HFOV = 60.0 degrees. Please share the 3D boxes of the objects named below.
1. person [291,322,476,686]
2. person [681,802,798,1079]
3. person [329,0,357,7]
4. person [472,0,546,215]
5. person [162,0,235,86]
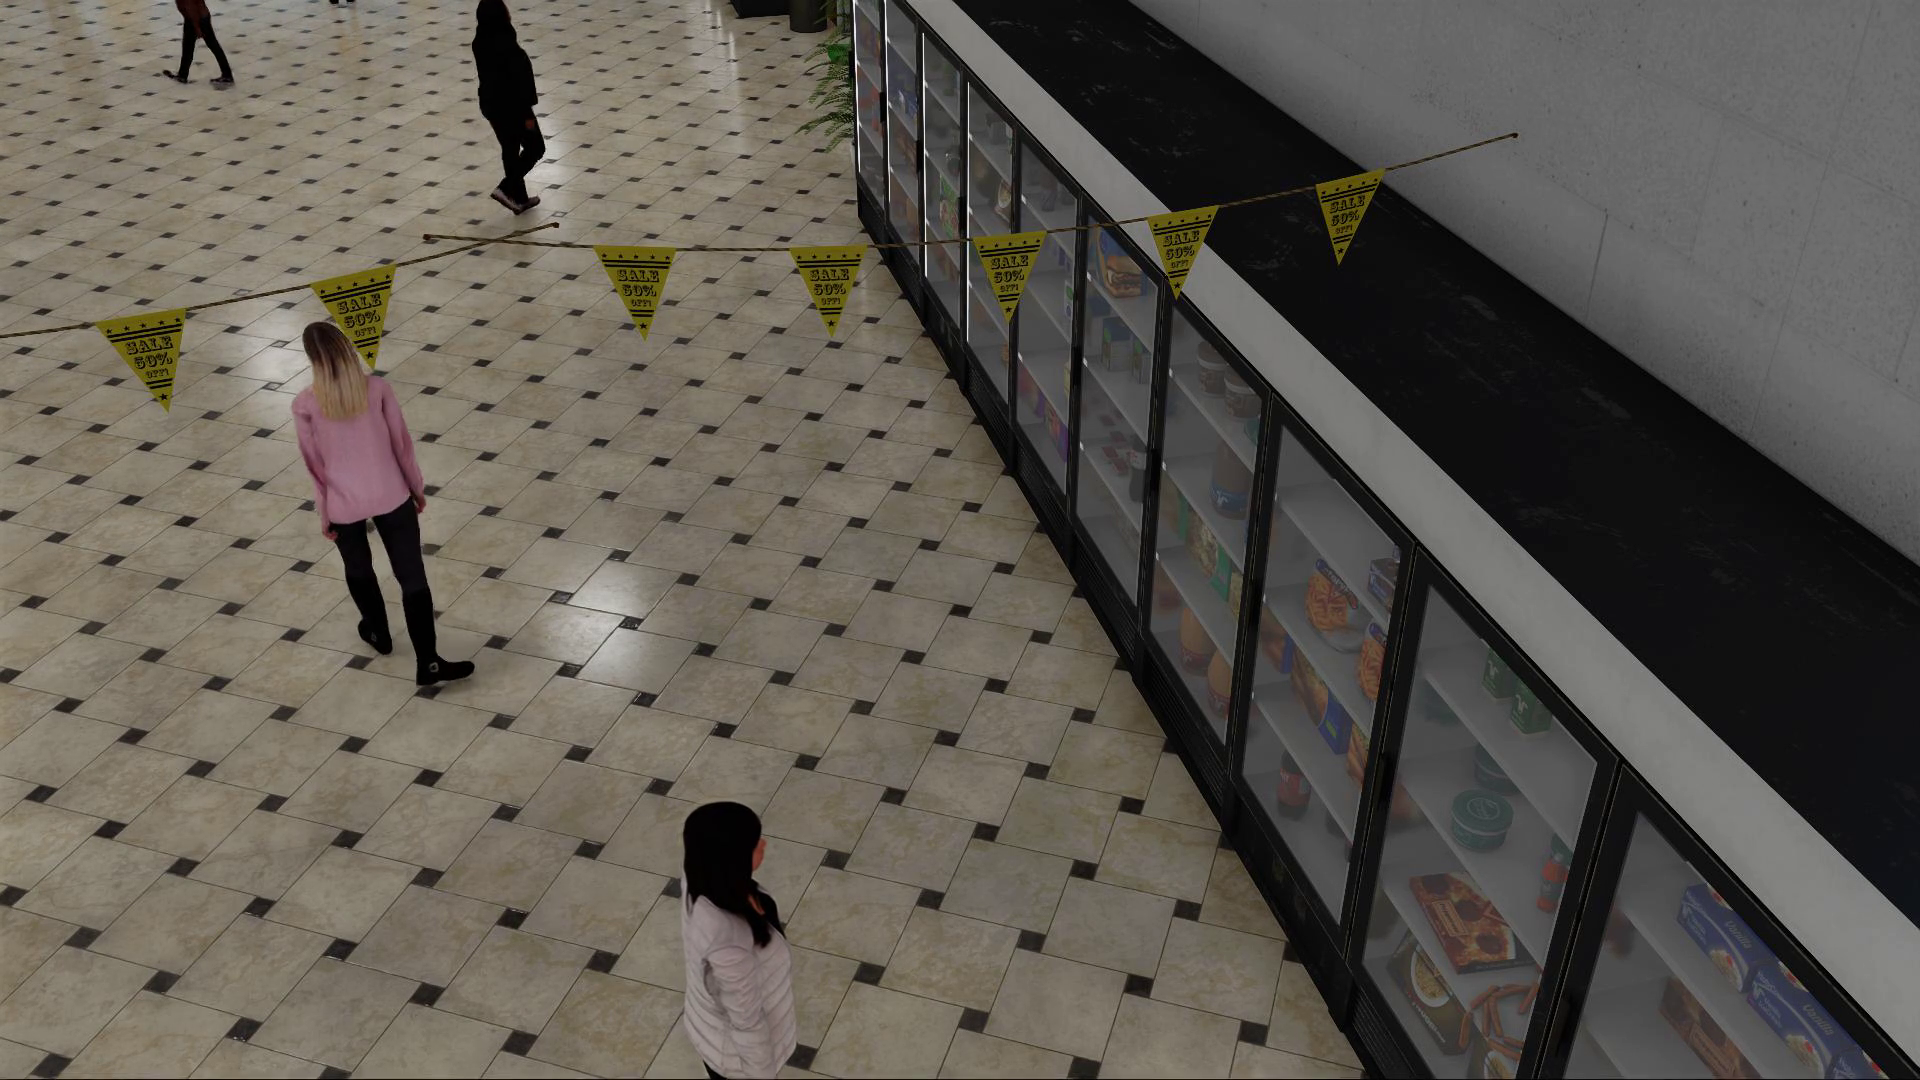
[{"bbox_3d":[-2.577,-0.126,7.285,0.804,1.655,0.781,-8,33,-12],"label":"person"},{"bbox_3d":[-0.653,1.402,4.846,0.581,1.637,0.650,-12,34,-19],"label":"person"},{"bbox_3d":[-6.684,-6.347,17.648,0.481,1.270,0.589,-12,34,-18],"label":"person"},{"bbox_3d":[-3.355,-3.122,12.149,0.860,1.604,0.924,21,38,30],"label":"person"},{"bbox_3d":[-6.850,-4.713,15.061,0.905,1.228,0.684,0,32,1],"label":"person"}]
